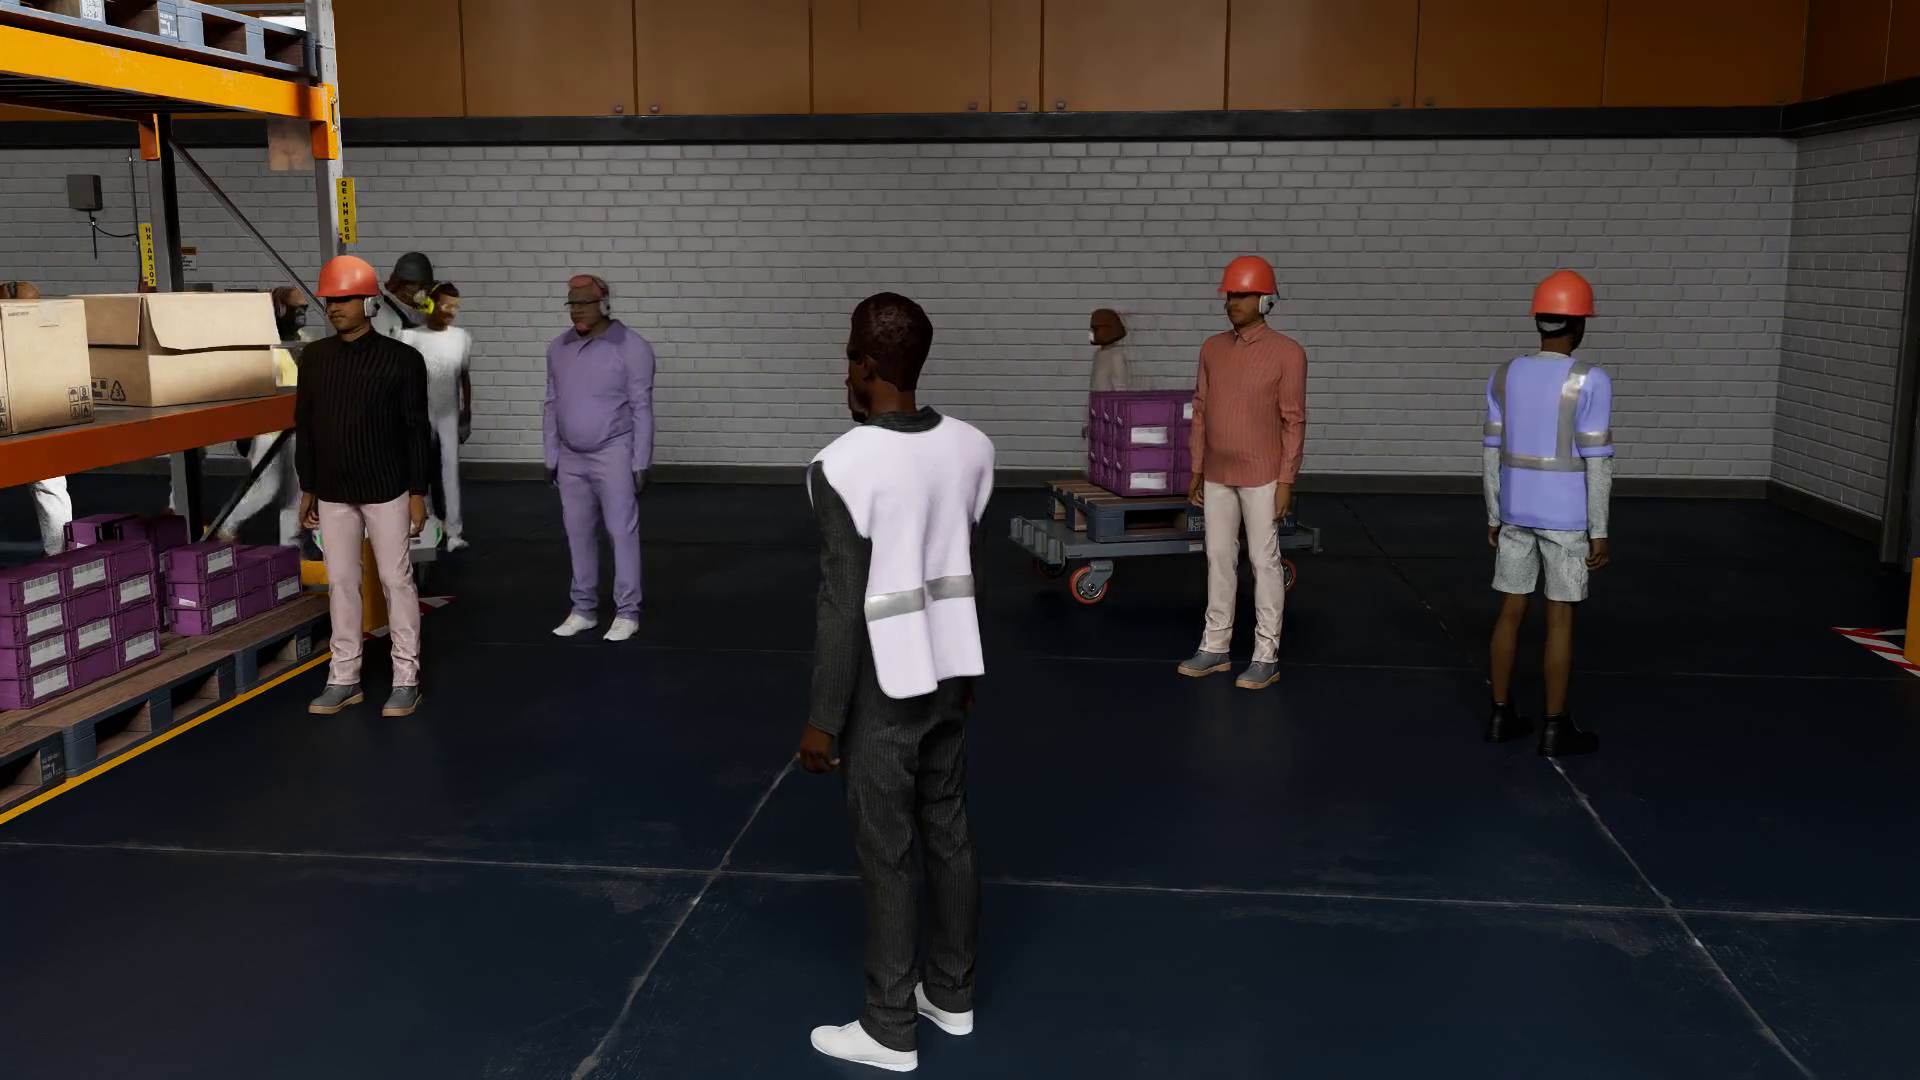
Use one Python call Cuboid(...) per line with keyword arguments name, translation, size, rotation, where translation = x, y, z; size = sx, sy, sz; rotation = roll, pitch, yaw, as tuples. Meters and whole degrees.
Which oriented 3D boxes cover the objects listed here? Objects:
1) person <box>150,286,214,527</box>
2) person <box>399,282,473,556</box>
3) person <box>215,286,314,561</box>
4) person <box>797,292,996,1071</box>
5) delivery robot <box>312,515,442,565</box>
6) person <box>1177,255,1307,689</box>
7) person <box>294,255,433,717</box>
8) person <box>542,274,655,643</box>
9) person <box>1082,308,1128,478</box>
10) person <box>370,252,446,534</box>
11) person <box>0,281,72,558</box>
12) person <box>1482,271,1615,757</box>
Cuboid(name="person", translation=(-5.576, -0.961, 11.843), size=(0.401, 1.860, 0.610), rotation=(-2, 10, -12))
Cuboid(name="person", translation=(-3.506, -0.808, 11.119), size=(0.551, 1.799, 1.027), rotation=(-4, 11, -23))
Cuboid(name="person", translation=(-4.377, -0.704, 10.561), size=(0.615, 1.809, 0.655), rotation=(4, 11, 23))
Cuboid(name="person", translation=(-0.146, 0.357, 4.115), size=(0.391, 1.920, 0.587), rotation=(8, 13, 39))
Cuboid(name="delivery robot", translation=(-3.448, -0.011, 9.859), size=(0.707, 0.478, 0.477), rotation=(-5, 11, -27))
Cuboid(name="person", translation=(1.313, -0.315, 7.739), size=(0.376, 1.997, 0.612), rotation=(-10, 14, -44))
Cuboid(name="person", translation=(-2.593, -0.222, 7.213), size=(0.611, 1.996, 0.378), rotation=(1, 10, 8))
Cuboid(name="person", translation=(-1.900, -0.423, 8.656), size=(0.649, 1.898, 0.406), rotation=(4, 11, 21))
Cuboid(name="person", translation=(1.002, -0.794, 11.577), size=(0.368, 1.622, 0.508), rotation=(-1, 10, -8))
Cuboid(name="person", translation=(-3.893, -0.998, 11.528), size=(0.645, 2.000, 0.896), rotation=(4, 11, 21))
Cuboid(name="person", translation=(-5.523, -0.617, 9.933), size=(0.429, 1.838, 0.621), rotation=(-4, 11, -24))
Cuboid(name="person", translation=(2.375, -0.102, 6.695), size=(0.364, 1.935, 0.552), rotation=(-8, 12, -37))
